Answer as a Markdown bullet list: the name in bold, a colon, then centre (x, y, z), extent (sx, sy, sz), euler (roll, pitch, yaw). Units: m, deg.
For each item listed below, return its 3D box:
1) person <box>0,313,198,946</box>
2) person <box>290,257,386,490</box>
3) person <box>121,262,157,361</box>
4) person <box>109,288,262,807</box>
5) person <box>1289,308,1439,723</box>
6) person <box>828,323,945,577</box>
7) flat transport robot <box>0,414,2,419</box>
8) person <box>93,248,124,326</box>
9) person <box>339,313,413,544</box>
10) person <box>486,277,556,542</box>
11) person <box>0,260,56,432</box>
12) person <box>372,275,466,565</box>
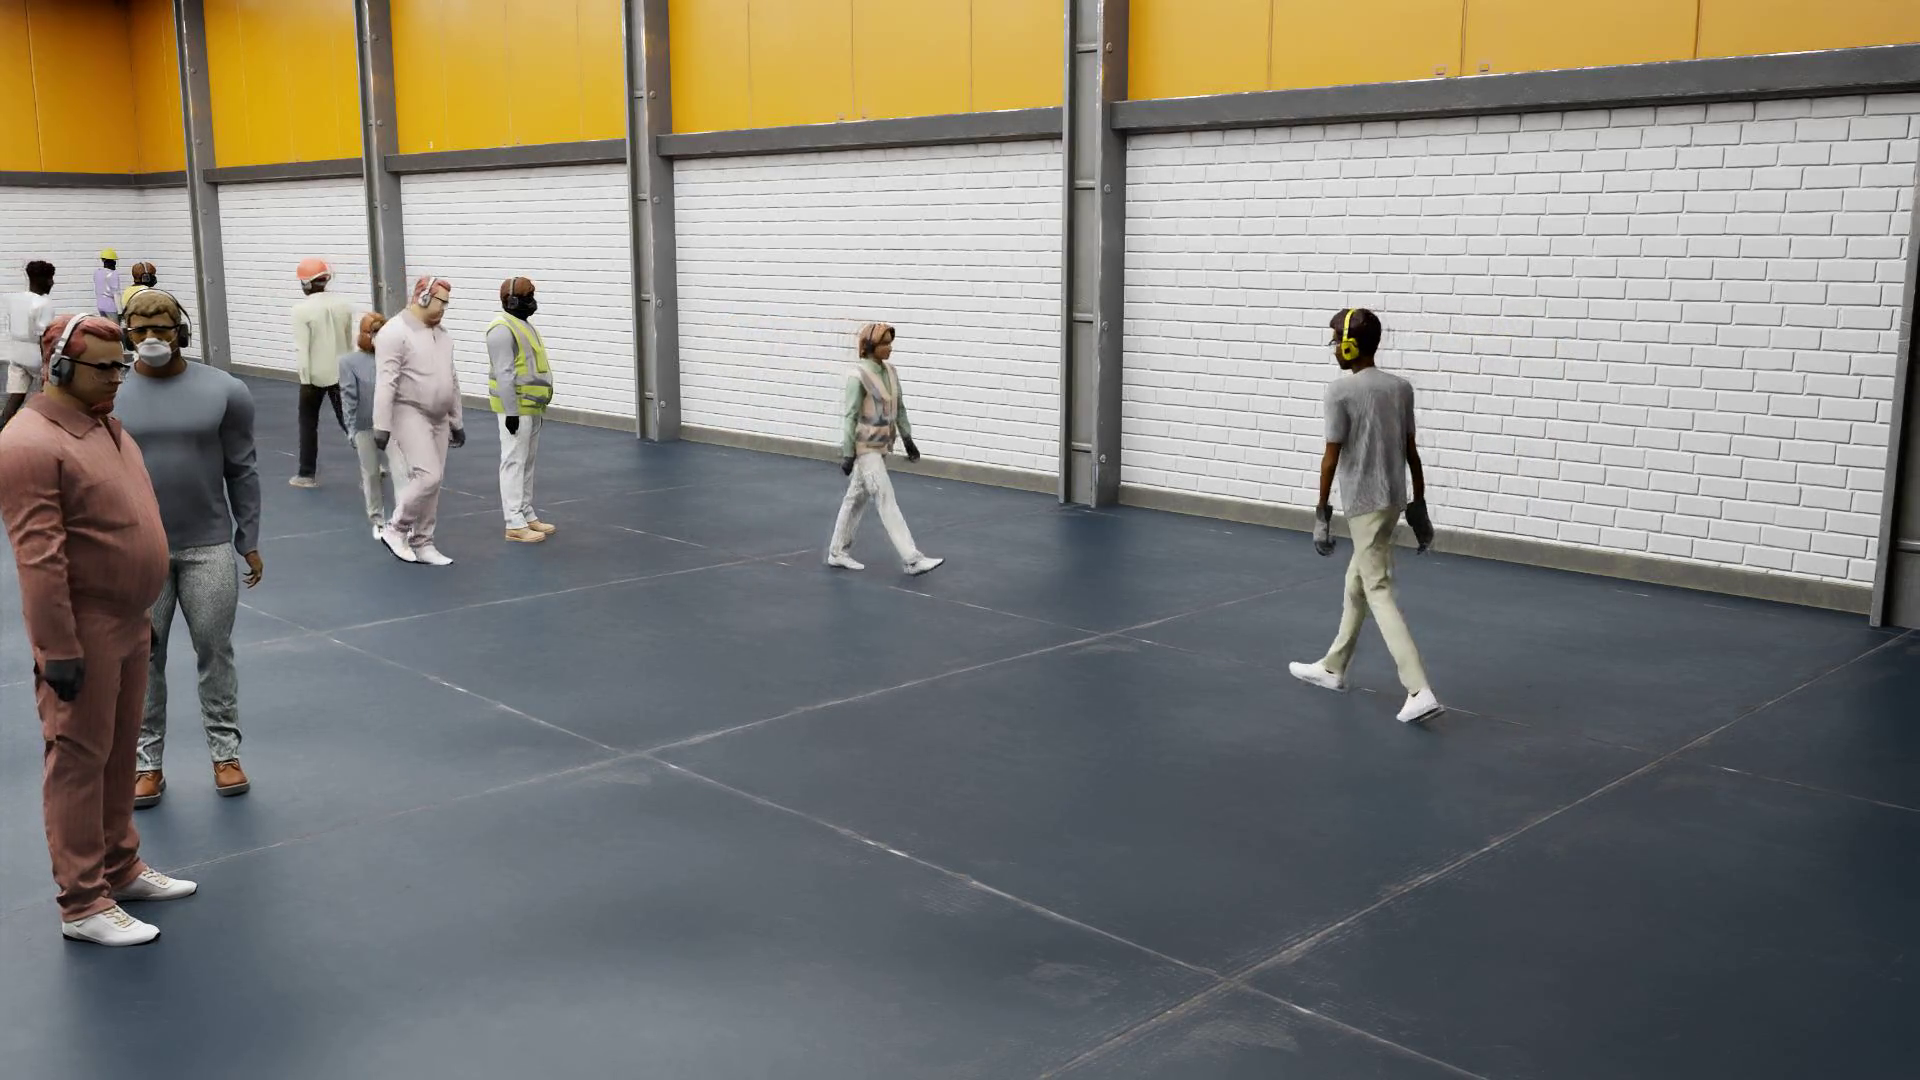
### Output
- **person**: centre (-2.620, 0.266, 5.082), extent (0.407, 1.902, 0.639), euler (-1, 10, -6)
- **person**: centre (-5.269, -1.388, 13.948), extent (0.966, 1.964, 0.626), euler (7, 12, 32)
- **person**: centre (-8.835, -2.103, 18.157), extent (0.627, 1.844, 0.429), euler (7, 13, 35)
- **person**: centre (-2.955, 0.029, 6.264), extent (0.630, 1.938, 0.366), euler (-5, 11, -24)
- **person**: centre (1.883, -0.121, 7.460), extent (0.579, 1.819, 0.987), euler (-7, 12, -32)
- **person**: centre (-0.485, -0.557, 10.426), extent (0.893, 1.583, 0.514), euler (4, 11, 22)
- **flat transport robot**: centre (-9.576, -1.301, 18.066), extent (1.431, 0.197, 0.652), euler (0, 10, -2)
- **person**: centre (-13.702, -3.734, 26.848), extent (0.580, 1.918, 0.399), euler (6, 12, 30)
- **person**: centre (-3.975, -0.749, 11.437), extent (0.503, 1.594, 0.819), euler (-6, 12, -28)
- **person**: centre (-3.070, -0.917, 11.685), extent (0.430, 1.845, 0.619), euler (0, 10, 1)
- **person**: centre (-8.835, -1.706, 15.856), extent (0.733, 1.896, 1.028), euler (5, 11, 24)
- **person**: centre (-3.453, -0.758, 10.727), extent (0.422, 1.874, 0.702), euler (4, 11, 18)
